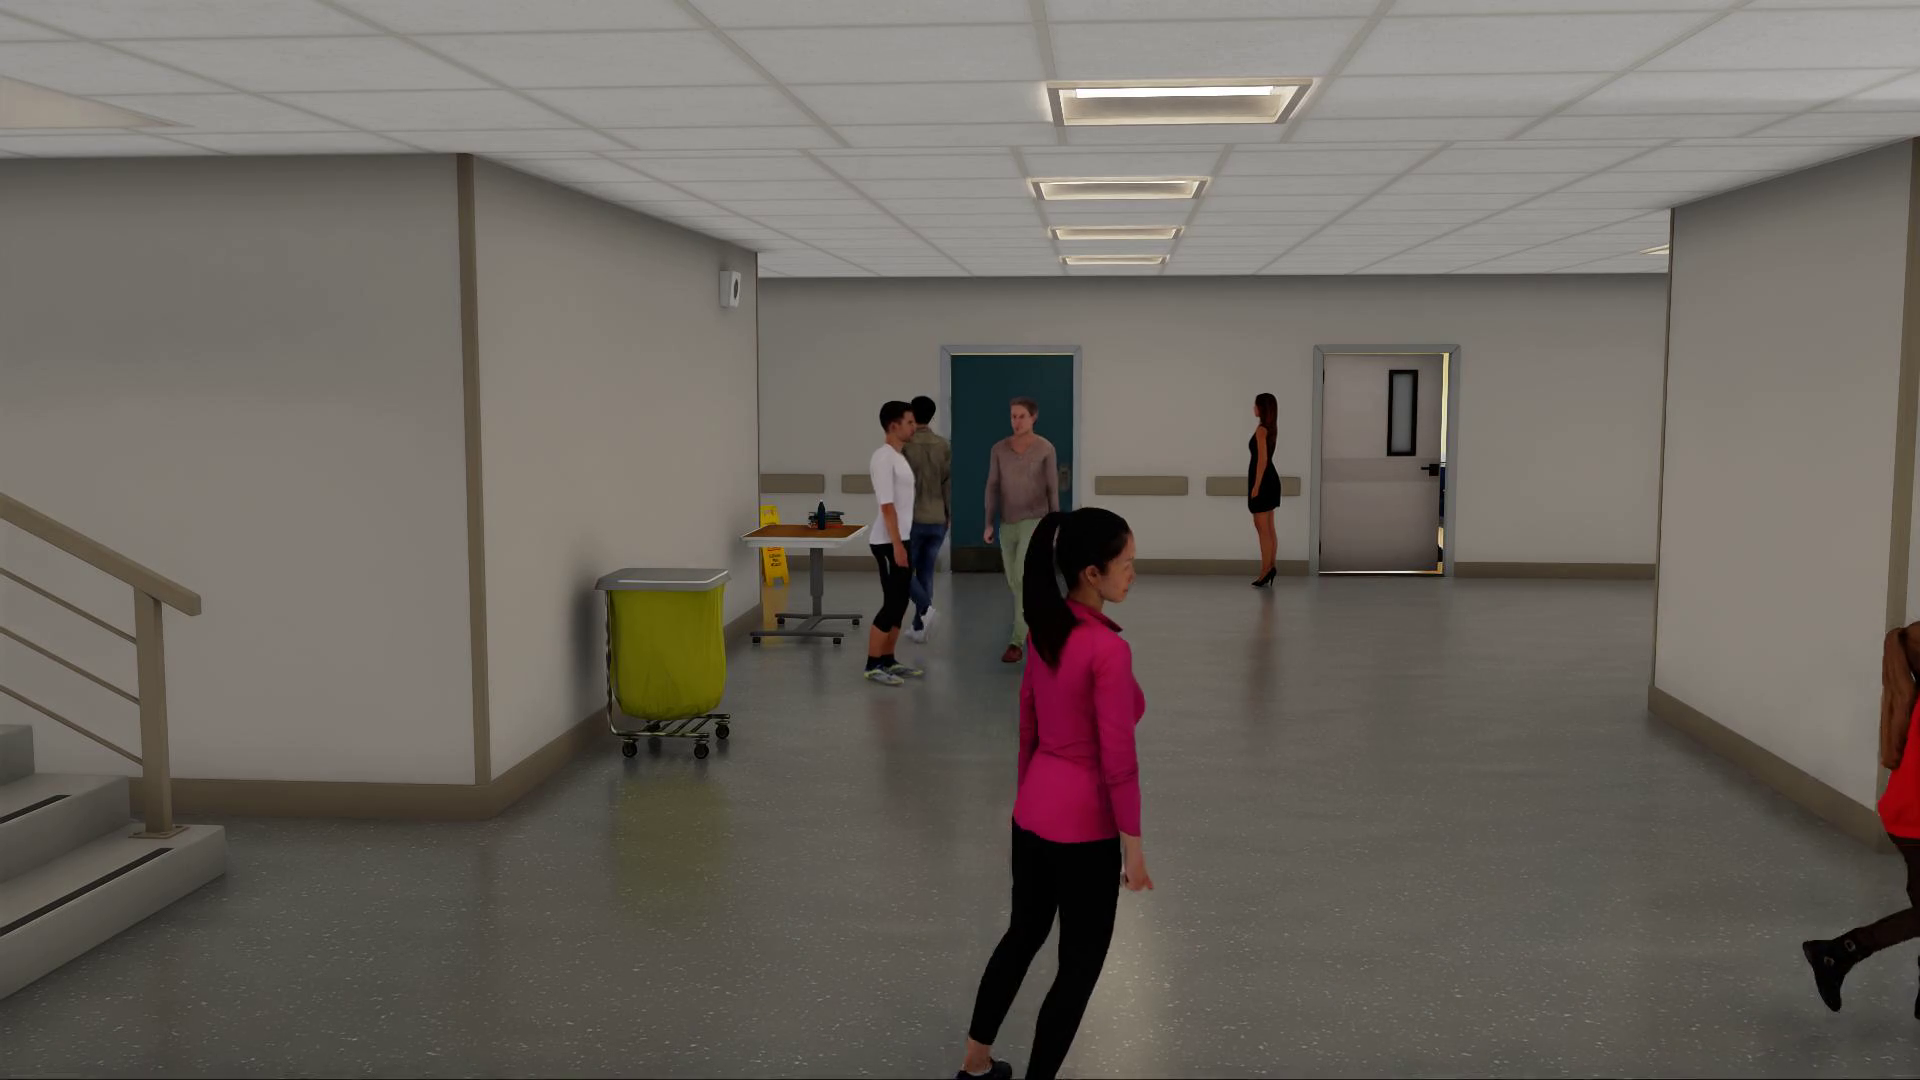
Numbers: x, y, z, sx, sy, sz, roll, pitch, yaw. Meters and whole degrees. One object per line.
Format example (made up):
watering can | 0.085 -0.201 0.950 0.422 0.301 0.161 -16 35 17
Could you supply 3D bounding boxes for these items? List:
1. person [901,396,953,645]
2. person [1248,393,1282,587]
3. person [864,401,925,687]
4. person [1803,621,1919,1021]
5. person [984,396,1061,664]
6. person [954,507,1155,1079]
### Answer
person | -0.258 -0.123 12.251 1.037 1.848 1.038 -3 6 -26
person | 2.897 -0.480 15.867 0.636 1.834 0.650 3 6 25
person | -0.451 0.015 10.896 0.614 1.845 0.703 1 6 10
person | 2.924 0.882 5.144 0.828 1.269 0.575 1 6 14
person | 0.469 -0.069 11.766 1.280 1.837 0.974 2 6 22
person | 0.231 0.765 4.337 0.849 1.665 0.862 6 8 44
